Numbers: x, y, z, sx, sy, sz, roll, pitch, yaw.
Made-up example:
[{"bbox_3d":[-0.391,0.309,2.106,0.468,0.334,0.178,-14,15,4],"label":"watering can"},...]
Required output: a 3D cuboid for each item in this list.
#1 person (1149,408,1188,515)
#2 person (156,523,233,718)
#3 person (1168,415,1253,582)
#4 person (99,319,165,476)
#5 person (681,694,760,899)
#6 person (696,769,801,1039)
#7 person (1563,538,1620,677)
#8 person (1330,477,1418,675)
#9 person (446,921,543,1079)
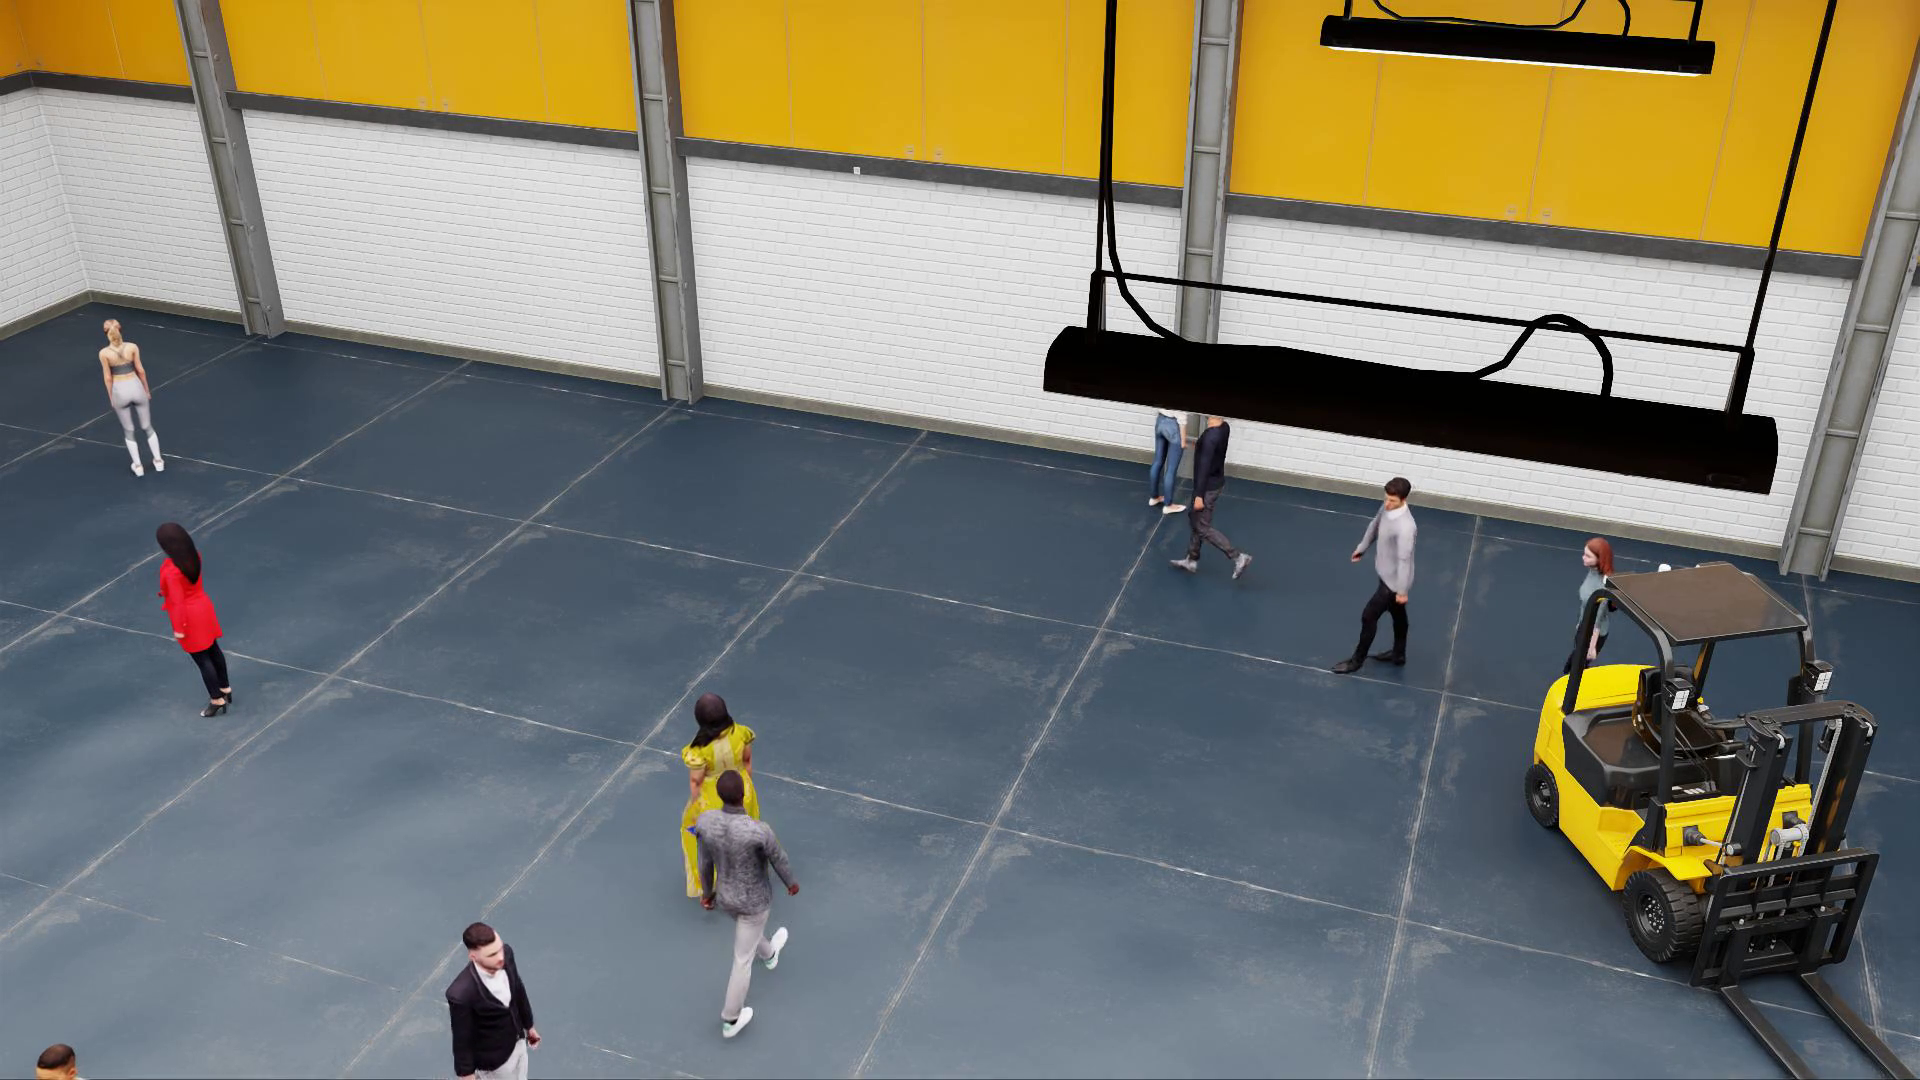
[{"bbox_3d":[2.090,-1.105,16.628,0.712,1.728,0.616,-18,33,-30],"label":"person"},{"bbox_3d":[-6.172,0.634,13.417,0.715,1.750,0.697,1,29,1],"label":"person"},{"bbox_3d":[2.355,-0.451,15.304,1.059,1.848,0.687,13,31,22],"label":"person"},{"bbox_3d":[-8.679,-1.500,17.377,0.633,1.703,0.668,-20,34,-32],"label":"person"},{"bbox_3d":[-1.603,1.805,11.376,0.937,1.649,0.980,-17,33,-28],"label":"person"},{"bbox_3d":[-1.398,2.295,10.326,1.098,1.794,0.817,13,31,22],"label":"person"},{"bbox_3d":[5.073,0.776,13.180,0.758,1.728,0.668,6,29,11],"label":"person"},{"bbox_3d":[3.701,0.304,13.881,1.038,1.885,1.000,5,29,9],"label":"person"},{"bbox_3d":[-2.667,2.825,9.318,0.792,1.829,0.661,10,30,18],"label":"person"}]
